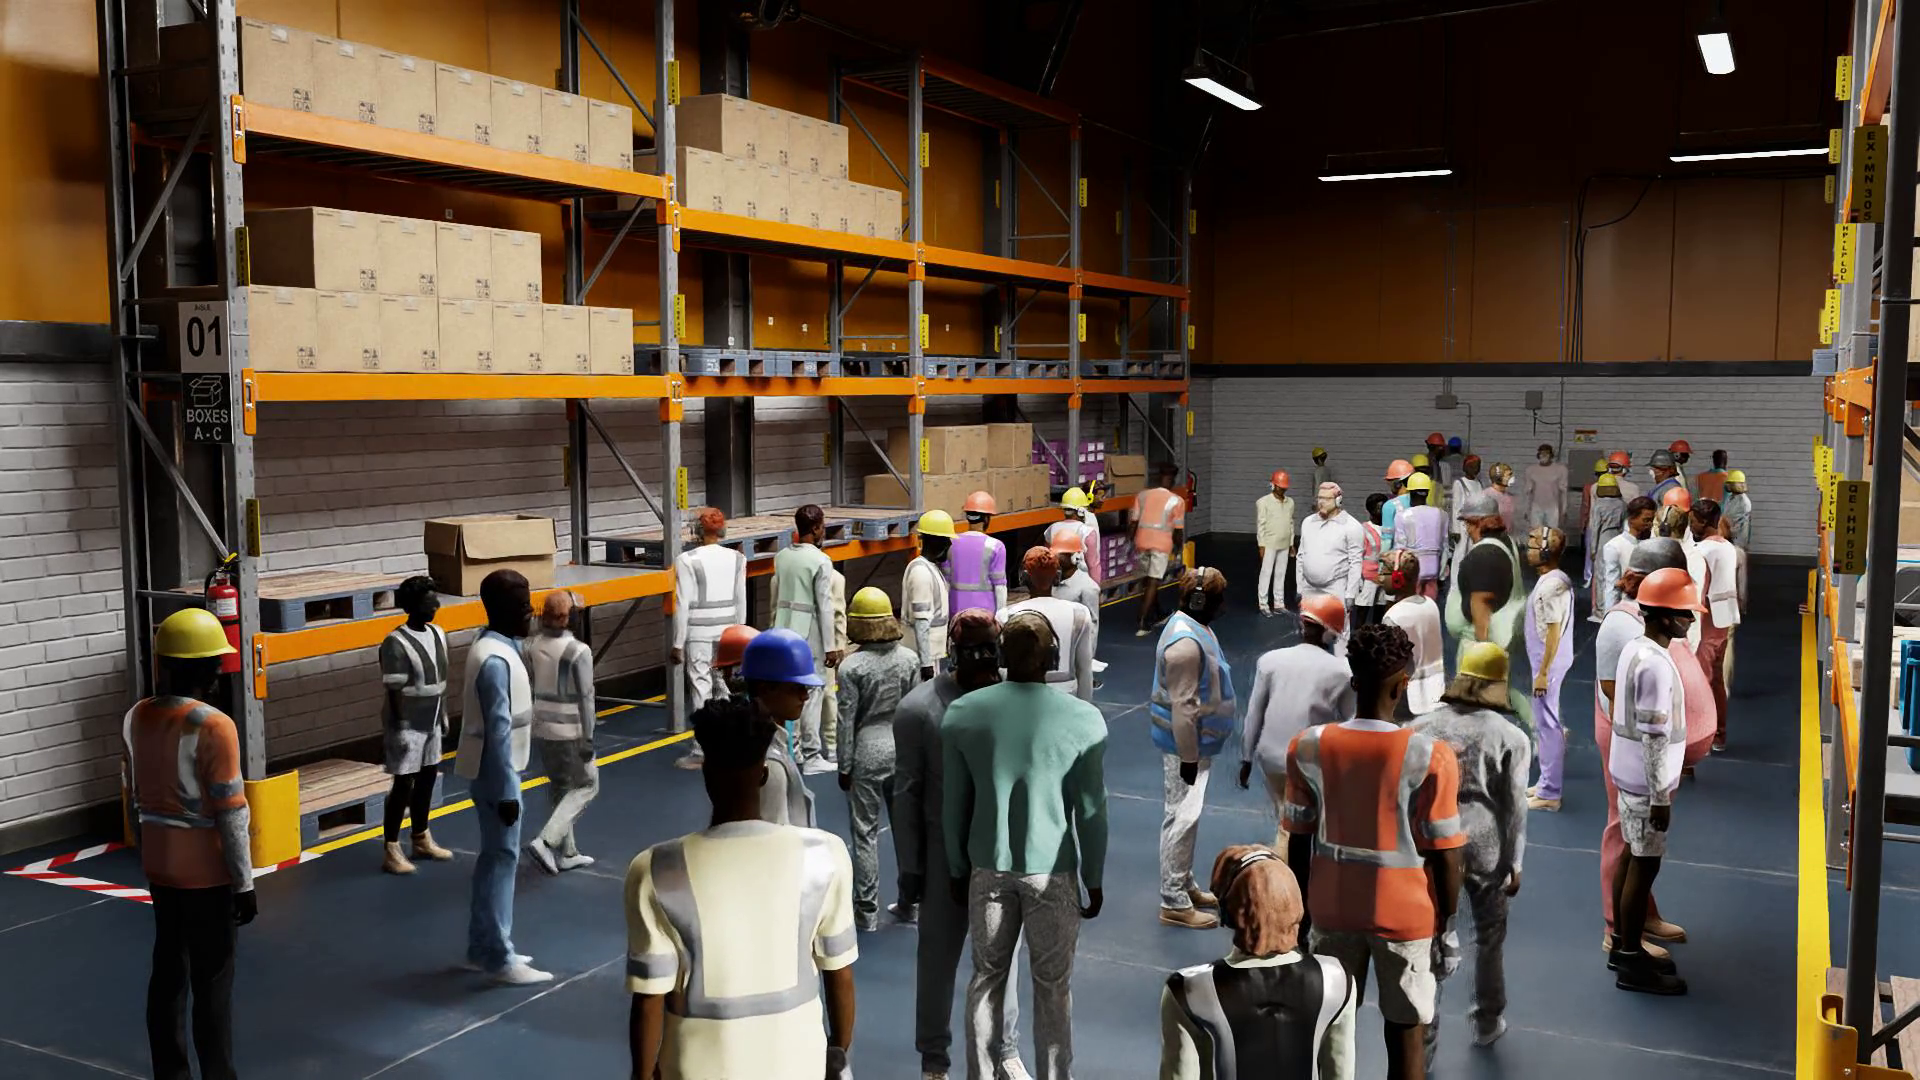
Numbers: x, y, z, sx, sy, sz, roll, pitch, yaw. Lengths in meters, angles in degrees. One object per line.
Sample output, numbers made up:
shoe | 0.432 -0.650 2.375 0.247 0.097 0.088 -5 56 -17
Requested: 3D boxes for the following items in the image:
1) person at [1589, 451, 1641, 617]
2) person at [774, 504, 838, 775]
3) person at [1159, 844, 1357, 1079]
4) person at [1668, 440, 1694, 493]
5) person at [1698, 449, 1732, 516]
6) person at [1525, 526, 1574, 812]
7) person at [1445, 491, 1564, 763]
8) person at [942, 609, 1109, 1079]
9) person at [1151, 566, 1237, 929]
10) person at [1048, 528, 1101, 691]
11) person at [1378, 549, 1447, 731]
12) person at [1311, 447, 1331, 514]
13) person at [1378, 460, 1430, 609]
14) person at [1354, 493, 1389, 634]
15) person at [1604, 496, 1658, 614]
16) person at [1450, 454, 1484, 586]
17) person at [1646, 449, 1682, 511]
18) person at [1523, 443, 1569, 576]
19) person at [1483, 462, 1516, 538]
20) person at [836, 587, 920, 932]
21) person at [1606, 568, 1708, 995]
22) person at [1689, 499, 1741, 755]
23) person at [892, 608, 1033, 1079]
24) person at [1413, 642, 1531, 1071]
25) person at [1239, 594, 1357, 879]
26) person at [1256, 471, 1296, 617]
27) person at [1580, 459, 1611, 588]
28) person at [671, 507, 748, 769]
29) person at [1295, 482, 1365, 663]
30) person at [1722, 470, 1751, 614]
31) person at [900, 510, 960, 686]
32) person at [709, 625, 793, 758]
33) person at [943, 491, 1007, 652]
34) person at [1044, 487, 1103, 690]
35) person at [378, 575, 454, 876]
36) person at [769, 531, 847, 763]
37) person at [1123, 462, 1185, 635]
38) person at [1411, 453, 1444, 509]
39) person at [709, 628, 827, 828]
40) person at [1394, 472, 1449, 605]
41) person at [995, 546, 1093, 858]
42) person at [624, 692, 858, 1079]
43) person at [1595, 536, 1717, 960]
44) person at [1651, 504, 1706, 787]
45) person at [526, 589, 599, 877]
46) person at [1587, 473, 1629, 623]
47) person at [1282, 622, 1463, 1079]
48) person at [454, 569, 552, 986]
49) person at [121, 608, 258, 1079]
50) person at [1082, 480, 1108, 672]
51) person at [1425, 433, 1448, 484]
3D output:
person | 7.683 -0.047 19.501 0.408 1.984 0.615 -5 7 -44
person | -1.108 0.704 11.799 0.391 1.912 0.590 -5 7 -42
person | 0.724 1.555 4.059 0.514 1.645 0.307 -1 5 -13
person | 10.006 -0.400 23.220 0.387 1.992 0.626 3 6 25
person | 10.257 -0.285 22.568 0.452 1.886 0.625 -3 6 -26
person | 3.794 0.830 10.784 0.332 1.844 0.517 2 6 23
person | 3.830 0.637 11.820 0.757 2.000 0.706 4 7 39
person | 0.239 1.220 6.152 0.629 1.931 0.376 2 6 16
person | 1.199 1.048 8.538 0.430 1.837 0.629 1 5 12
person | 0.743 0.791 11.669 0.318 1.755 0.560 -4 6 -35
person | 2.526 0.968 9.368 0.383 1.837 0.565 4 7 40
person | 5.806 -0.618 26.827 0.328 1.762 0.523 4 6 34
person | 4.269 0.242 16.116 0.606 2.036 0.407 -4 6 -34
person | 4.094 0.381 16.406 0.533 1.697 0.318 -3 6 -29
person | 5.197 0.610 12.840 0.597 1.909 0.405 -3 6 -28
person | 6.422 -0.141 21.028 0.575 1.883 0.356 -4 7 -40
person | 7.878 -0.008 18.758 0.536 2.000 0.681 2 6 19
person | 8.423 -0.432 23.935 0.630 1.926 0.455 4 6 34
person | 5.726 0.138 17.731 0.635 1.939 0.359 -5 7 -44
person | -0.431 1.103 8.447 0.487 1.737 0.323 -4 7 -36
person | 3.168 1.086 7.580 0.385 1.932 0.543 1 5 15
person | 5.591 0.649 12.413 0.402 1.909 0.599 5 7 43
person | 0.065 1.208 6.397 0.641 1.908 0.407 -2 6 -22
person | 2.059 1.279 6.803 0.493 1.692 0.648 3 6 25
person | 1.762 1.126 8.503 0.571 1.672 0.949 4 7 40
person | 3.781 0.042 19.803 0.563 1.742 0.339 -3 6 -31
person | 8.643 -0.212 22.418 0.532 1.767 0.328 2 6 24
person | -1.812 0.709 12.010 0.648 1.876 0.360 -4 7 -40
person | 3.214 0.441 14.621 0.643 1.913 0.410 5 7 45
person | 9.289 0.027 19.971 0.309 1.744 0.485 0 5 -4
person | -0.204 0.752 11.258 0.402 1.916 0.594 0 5 5
person | -0.900 1.228 7.086 0.355 1.737 0.577 1 5 13
person | 0.128 0.581 13.065 0.550 1.925 0.391 3 6 26
person | 1.042 0.442 15.006 0.590 1.837 0.404 5 7 42
person | -3.089 1.034 9.434 0.339 1.688 0.544 2 6 17
person | -1.103 0.771 12.054 0.569 1.733 0.427 0 5 -3
person | 2.218 0.082 18.543 0.667 1.898 1.032 4 7 37
person | 5.796 -0.144 20.953 0.594 1.904 0.757 0 5 -3
person | -0.650 1.261 5.620 0.400 1.943 0.612 -1 5 -15
person | 4.362 0.320 15.841 0.592 1.925 0.385 -2 6 -18
person | 0.445 0.972 9.052 0.584 1.882 0.337 -2 6 -19
person | -0.565 1.371 4.328 0.613 1.961 0.368 -2 6 -20
person | 3.368 0.987 8.058 0.538 2.000 0.682 4 7 35
person | 4.895 0.722 11.444 0.633 1.938 0.356 -5 7 -44
person | -2.235 1.078 9.269 0.537 1.619 0.478 4 6 35
person | 7.502 0.096 19.289 0.486 1.738 0.321 -1 5 -15
person | 1.391 1.252 5.598 0.600 1.967 0.368 3 6 31
person | -2.129 1.088 7.672 0.393 1.923 0.593 -2 6 -16
person | -2.852 1.214 6.213 0.586 1.928 0.364 3 6 27
person | 1.254 0.345 15.983 0.350 1.856 0.523 1 5 5
person | 7.234 -0.624 25.448 0.407 2.035 0.611 2 6 25
